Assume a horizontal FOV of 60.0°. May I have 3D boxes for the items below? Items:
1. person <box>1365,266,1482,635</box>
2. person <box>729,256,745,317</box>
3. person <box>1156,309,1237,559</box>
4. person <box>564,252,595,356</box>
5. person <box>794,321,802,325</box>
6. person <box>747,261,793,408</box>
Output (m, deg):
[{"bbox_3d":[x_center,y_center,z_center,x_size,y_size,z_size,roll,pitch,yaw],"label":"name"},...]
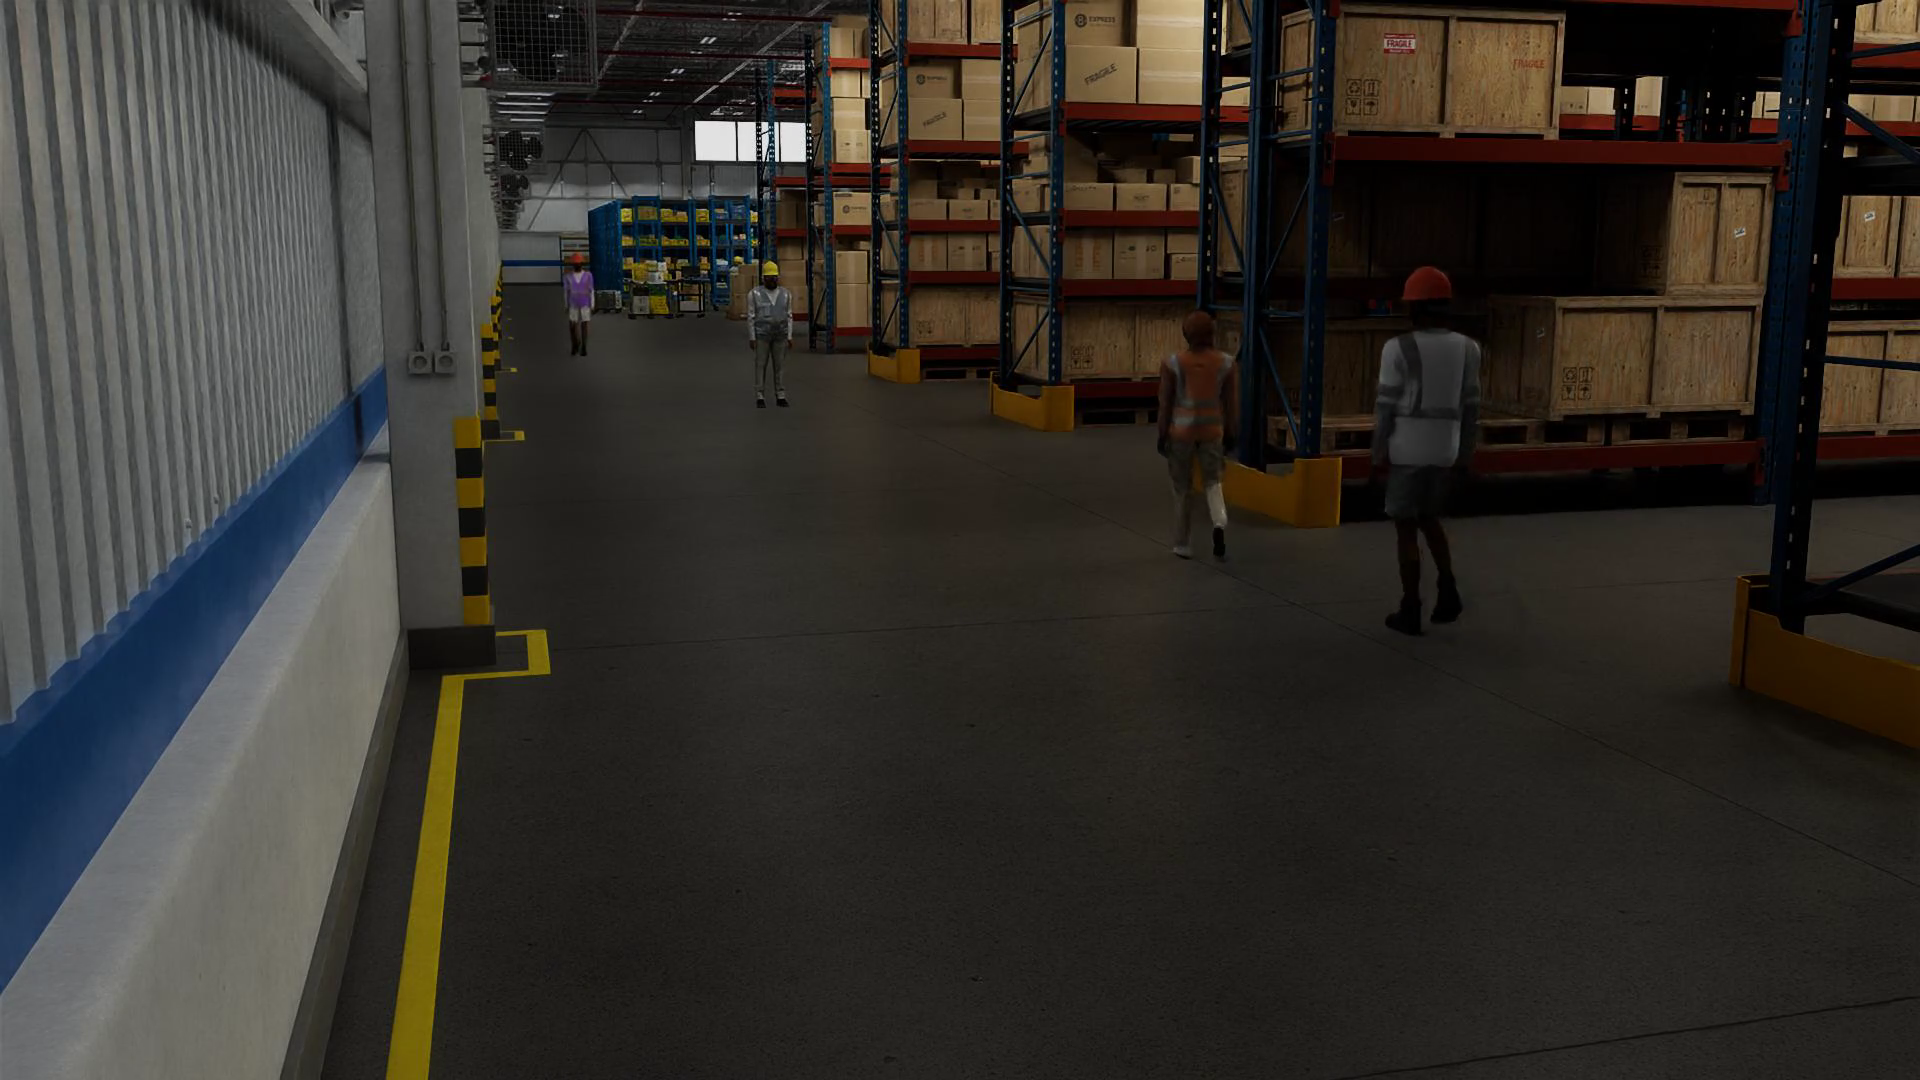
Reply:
[{"bbox_3d":[2.406,-0.457,8.696,0.553,1.923,0.395,-3,11,-18],"label":"person"},{"bbox_3d":[-6.448,-7.327,48.129,0.482,1.737,0.350,5,11,24],"label":"person"},{"bbox_3d":[1.521,-0.660,10.674,0.520,1.627,0.459,-1,10,-5],"label":"person"},{"bbox_3d":[-7.014,-4.341,30.674,0.556,1.921,0.521,-1,10,-8],"label":"person"},{"bbox_3d":[-3.911,-6.365,42.722,0.590,1.699,0.884,6,12,30],"label":"person"},{"bbox_3d":[-2.381,-2.579,20.945,0.590,1.833,0.404,-4,11,-23],"label":"person"}]
